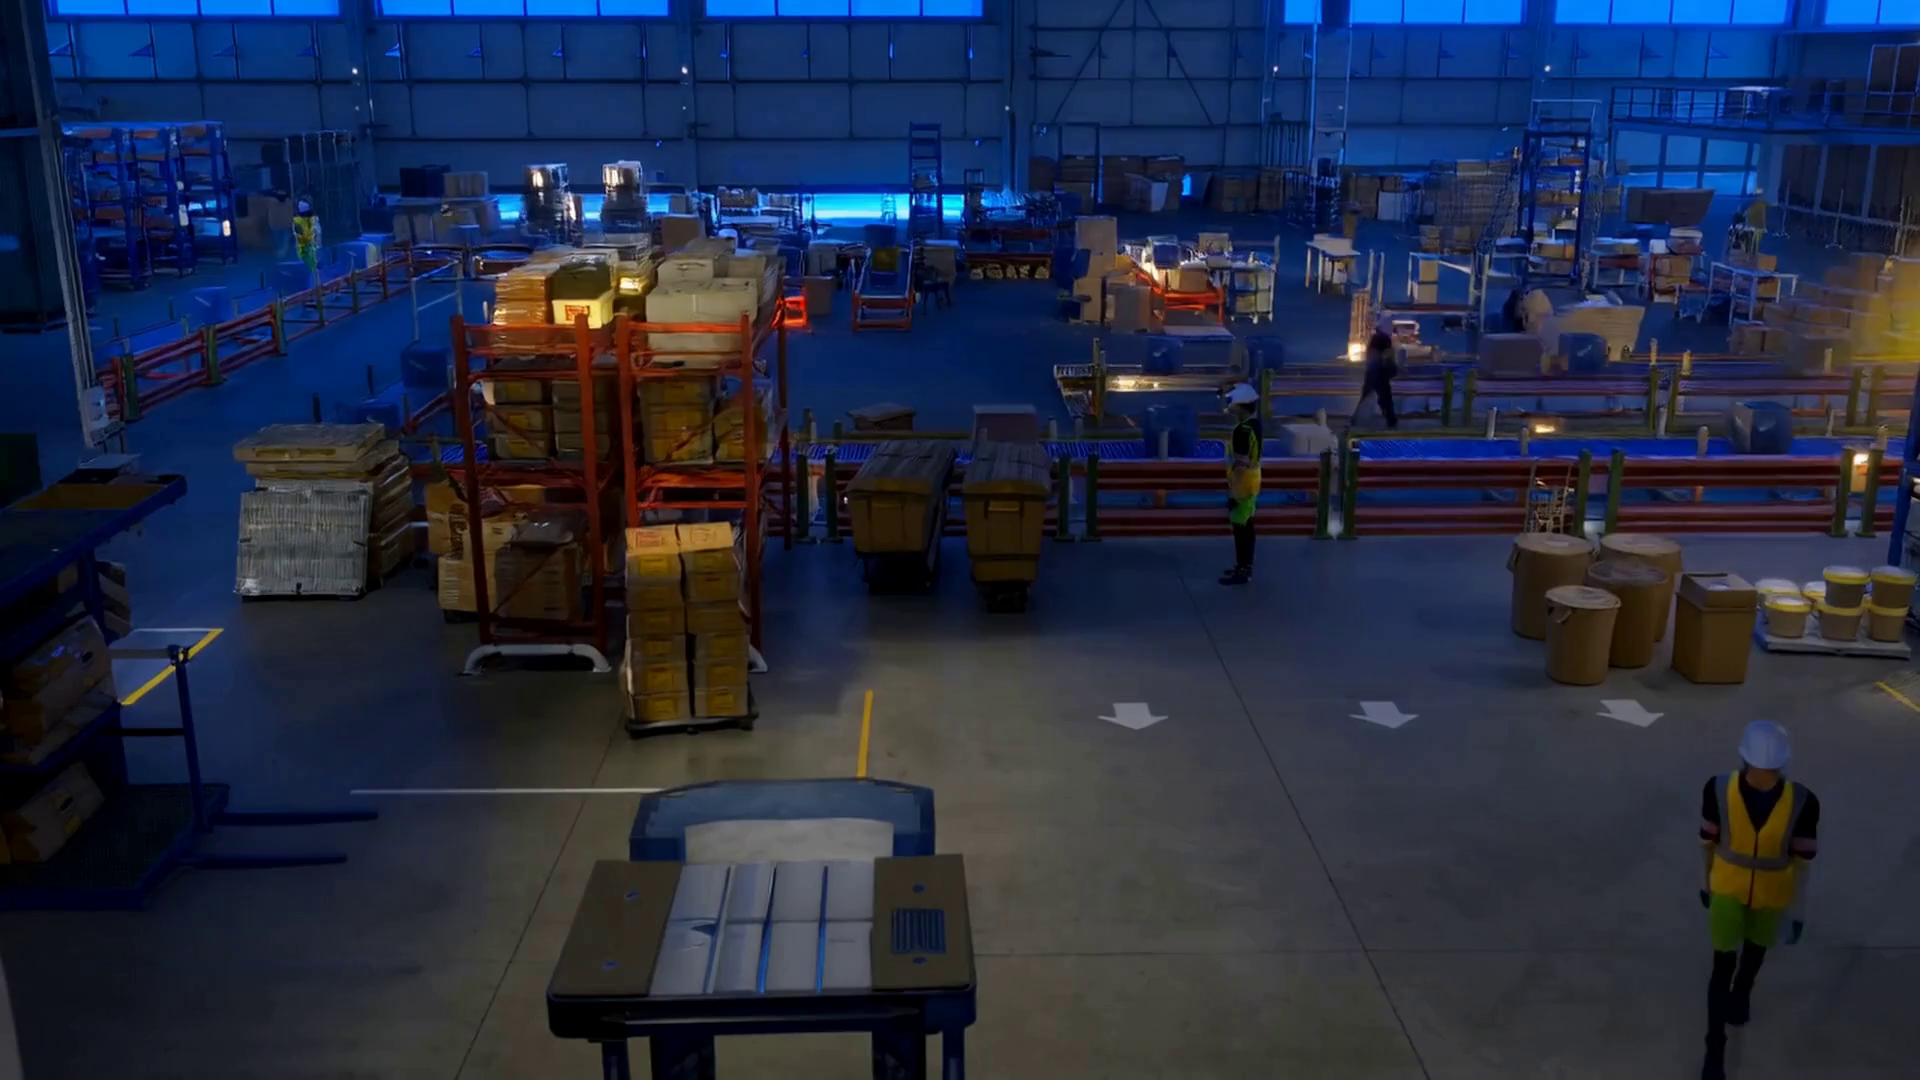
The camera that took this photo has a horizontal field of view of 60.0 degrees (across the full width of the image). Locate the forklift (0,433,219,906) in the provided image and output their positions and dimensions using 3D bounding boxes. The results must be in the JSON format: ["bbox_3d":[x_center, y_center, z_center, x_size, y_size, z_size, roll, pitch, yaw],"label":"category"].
[{"bbox_3d":[-5.952,0.780,10.366,1.873,2.768,1.129,0,16,-1],"label":"forklift"}]

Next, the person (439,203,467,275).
[{"bbox_3d":[-12.470,-7.371,40.711,0.681,1.744,0.532,-9,18,-29],"label":"person"}]

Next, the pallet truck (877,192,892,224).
[{"bbox_3d":[-2.277,-9.986,50.594,0.653,1.274,1.630,0,16,-1],"label":"pallet truck"}]

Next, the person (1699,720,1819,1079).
[{"bbox_3d":[4.098,1.793,8.628,0.545,1.895,1.004,7,18,24],"label":"person"}]

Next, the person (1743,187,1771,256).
[{"bbox_3d":[20.425,-8.059,42.717,0.642,1.952,0.933,5,17,18],"label":"person"}]

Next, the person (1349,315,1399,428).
[{"bbox_3d":[5.614,-2.062,22.073,1.010,1.847,0.664,1,16,5],"label":"person"}]

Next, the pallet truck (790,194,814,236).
[{"bbox_3d":[-4.814,-9.883,50.259,0.704,1.261,1.522,-1,16,-3],"label":"pallet truck"}]

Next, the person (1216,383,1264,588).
[{"bbox_3d":[2.773,-0.538,16.436,0.370,2.044,0.608,7,17,22],"label":"person"}]

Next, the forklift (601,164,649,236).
[{"bbox_3d":[-9.948,-10.127,49.296,1.157,1.987,2.680,-1,16,-3],"label":"forklift"}]

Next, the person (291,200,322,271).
[{"bbox_3d":[-14.862,-6.701,37.860,0.614,2.040,0.391,-5,17,-15],"label":"person"}]

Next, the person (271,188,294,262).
[{"bbox_3d":[-17.266,-7.975,42.416,0.634,1.977,0.480,5,17,17],"label":"person"}]

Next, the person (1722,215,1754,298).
[{"bbox_3d":[17.077,-6.219,36.583,0.595,1.824,0.404,15,22,42],"label":"person"}]

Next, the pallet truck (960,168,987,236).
[{"bbox_3d":[0.383,-10.230,50.206,0.823,1.965,1.885,-1,16,-3],"label":"pallet truck"}]

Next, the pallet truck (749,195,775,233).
[{"bbox_3d":[-6.051,-9.967,50.660,0.680,1.201,1.601,0,16,-1],"label":"pallet truck"}]

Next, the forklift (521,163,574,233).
[{"bbox_3d":[-12.233,-10.122,49.298,1.157,1.987,2.680,0,16,-1],"label":"forklift"}]

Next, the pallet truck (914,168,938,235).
[{"bbox_3d":[-0.989,-10.316,50.507,0.823,1.965,1.885,1,16,3],"label":"pallet truck"}]

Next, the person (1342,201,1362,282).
[{"bbox_3d":[9.211,-7.015,39.173,0.432,1.917,0.567,8,18,27],"label":"person"}]

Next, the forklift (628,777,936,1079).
[{"bbox_3d":[-0.542,2.165,5.552,1.129,2.768,1.873,-1,16,-2],"label":"forklift"}]
